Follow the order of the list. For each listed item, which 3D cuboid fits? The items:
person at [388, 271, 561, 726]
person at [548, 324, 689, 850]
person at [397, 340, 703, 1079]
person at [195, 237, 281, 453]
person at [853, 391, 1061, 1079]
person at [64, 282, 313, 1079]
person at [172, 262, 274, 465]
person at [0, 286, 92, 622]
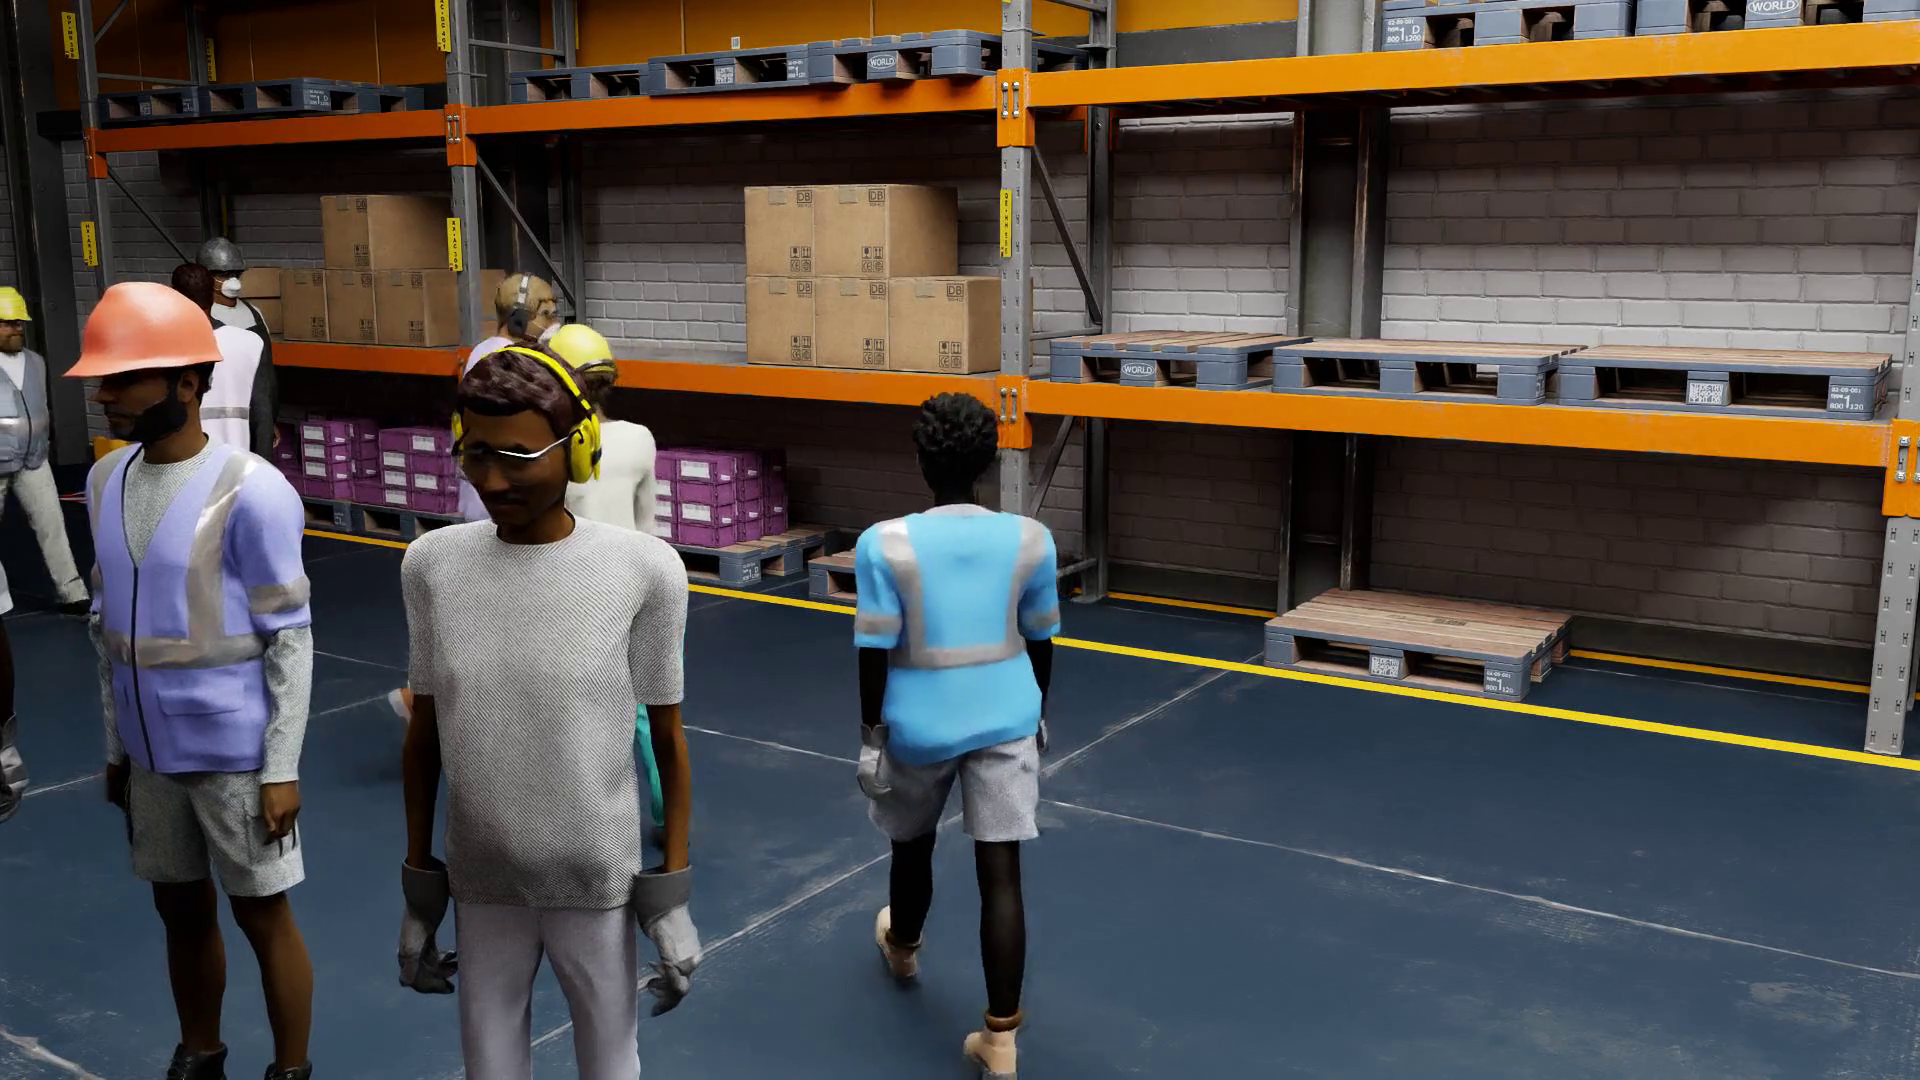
[{"bbox_3d":[-1.800,-0.066,6.359,0.740,1.911,0.627,-7,12,-32],"label":"person"},{"bbox_3d":[-1.182,0.189,5.394,0.366,1.777,0.530,8,13,39],"label":"person"},{"bbox_3d":[-0.691,0.602,2.787,0.521,1.865,0.328,0,10,2],"label":"person"},{"bbox_3d":[-4.146,-0.700,9.508,0.535,2.000,0.674,5,11,25],"label":"person"},{"bbox_3d":[-0.017,0.452,4.180,0.548,1.645,0.887,-3,11,-15],"label":"person"},{"bbox_3d":[-1.630,0.430,3.536,0.547,1.937,0.379,4,11,22],"label":"person"},{"bbox_3d":[-3.615,-0.371,8.027,0.593,1.919,0.391,-7,12,-33],"label":"person"},{"bbox_3d":[-5.036,-0.438,8.795,0.907,1.790,0.595,5,11,25],"label":"person"}]
